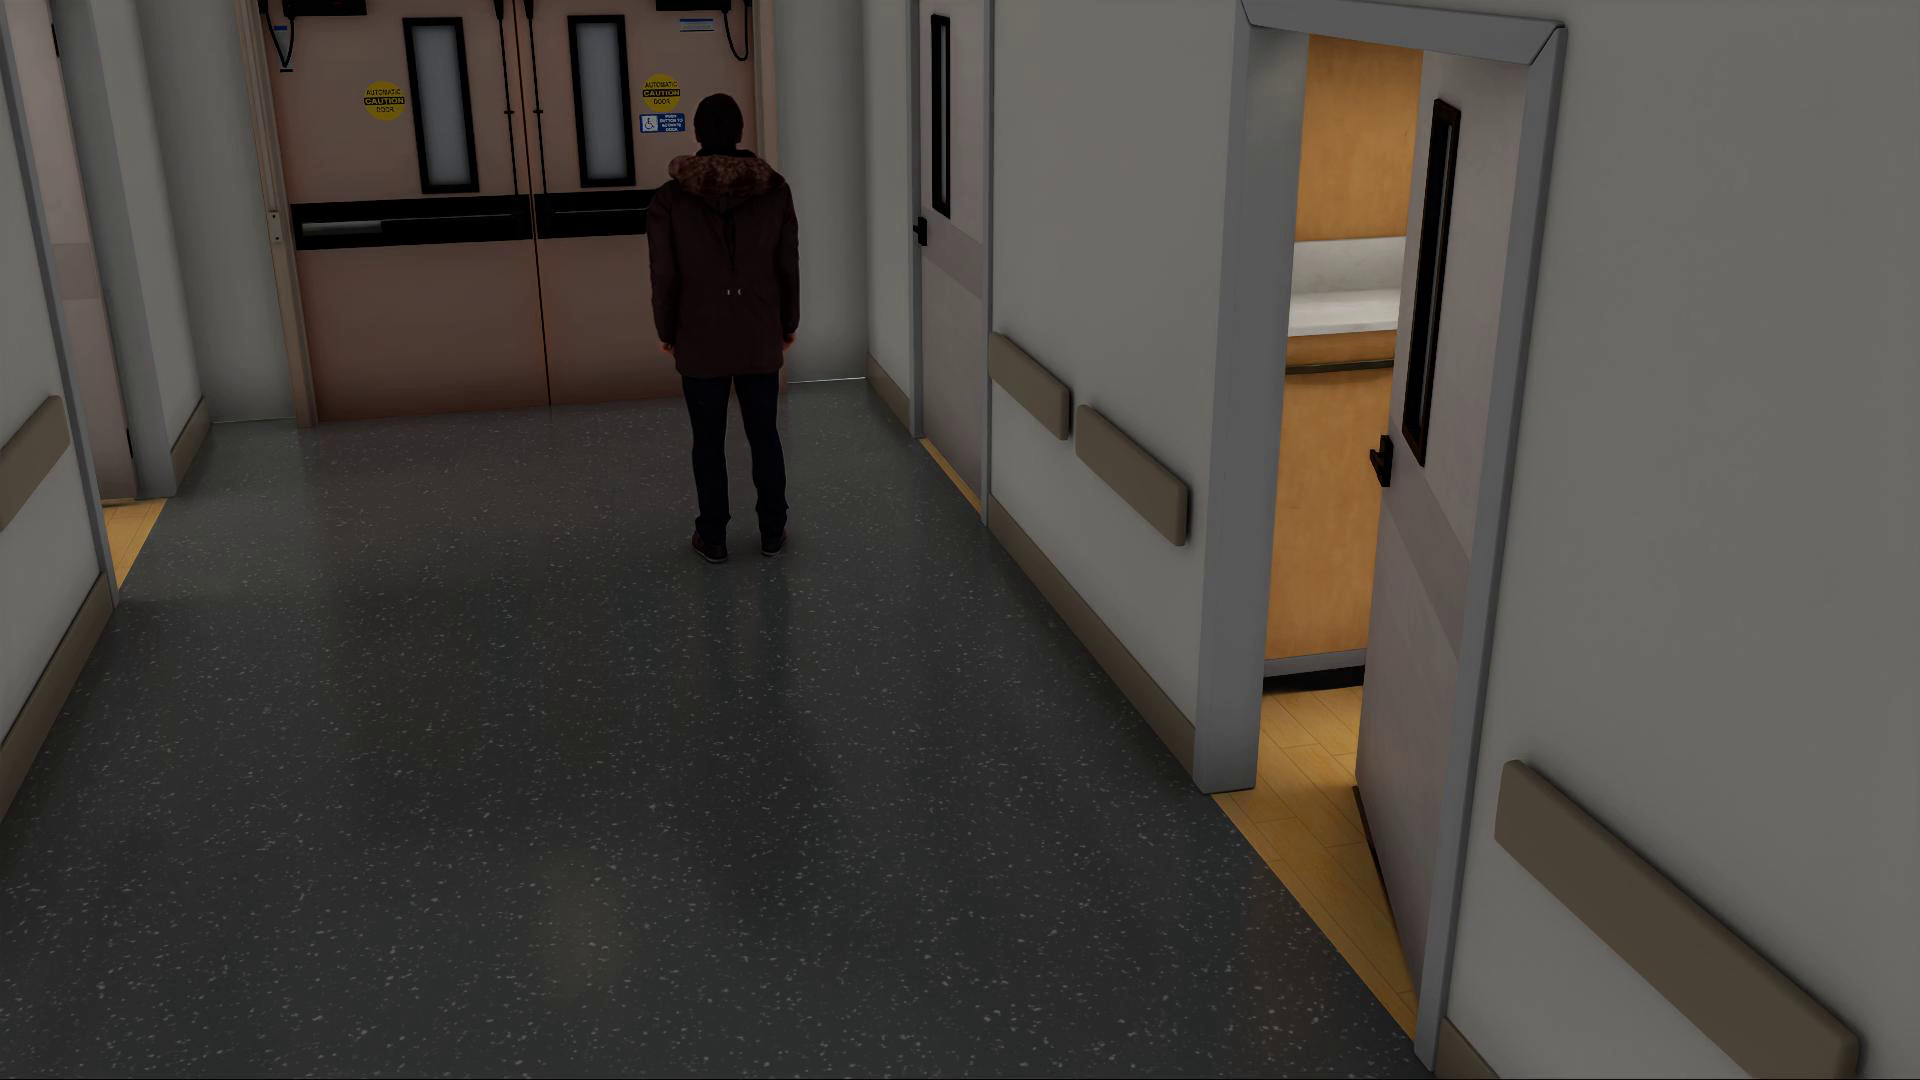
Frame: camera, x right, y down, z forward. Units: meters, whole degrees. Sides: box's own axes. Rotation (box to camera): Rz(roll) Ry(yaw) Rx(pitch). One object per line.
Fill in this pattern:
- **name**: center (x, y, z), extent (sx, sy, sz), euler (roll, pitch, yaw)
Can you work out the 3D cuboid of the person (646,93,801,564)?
- **person**: center (-0.917, -0.819, 6.590), extent (0.752, 1.847, 0.662), euler (-6, 22, -16)
